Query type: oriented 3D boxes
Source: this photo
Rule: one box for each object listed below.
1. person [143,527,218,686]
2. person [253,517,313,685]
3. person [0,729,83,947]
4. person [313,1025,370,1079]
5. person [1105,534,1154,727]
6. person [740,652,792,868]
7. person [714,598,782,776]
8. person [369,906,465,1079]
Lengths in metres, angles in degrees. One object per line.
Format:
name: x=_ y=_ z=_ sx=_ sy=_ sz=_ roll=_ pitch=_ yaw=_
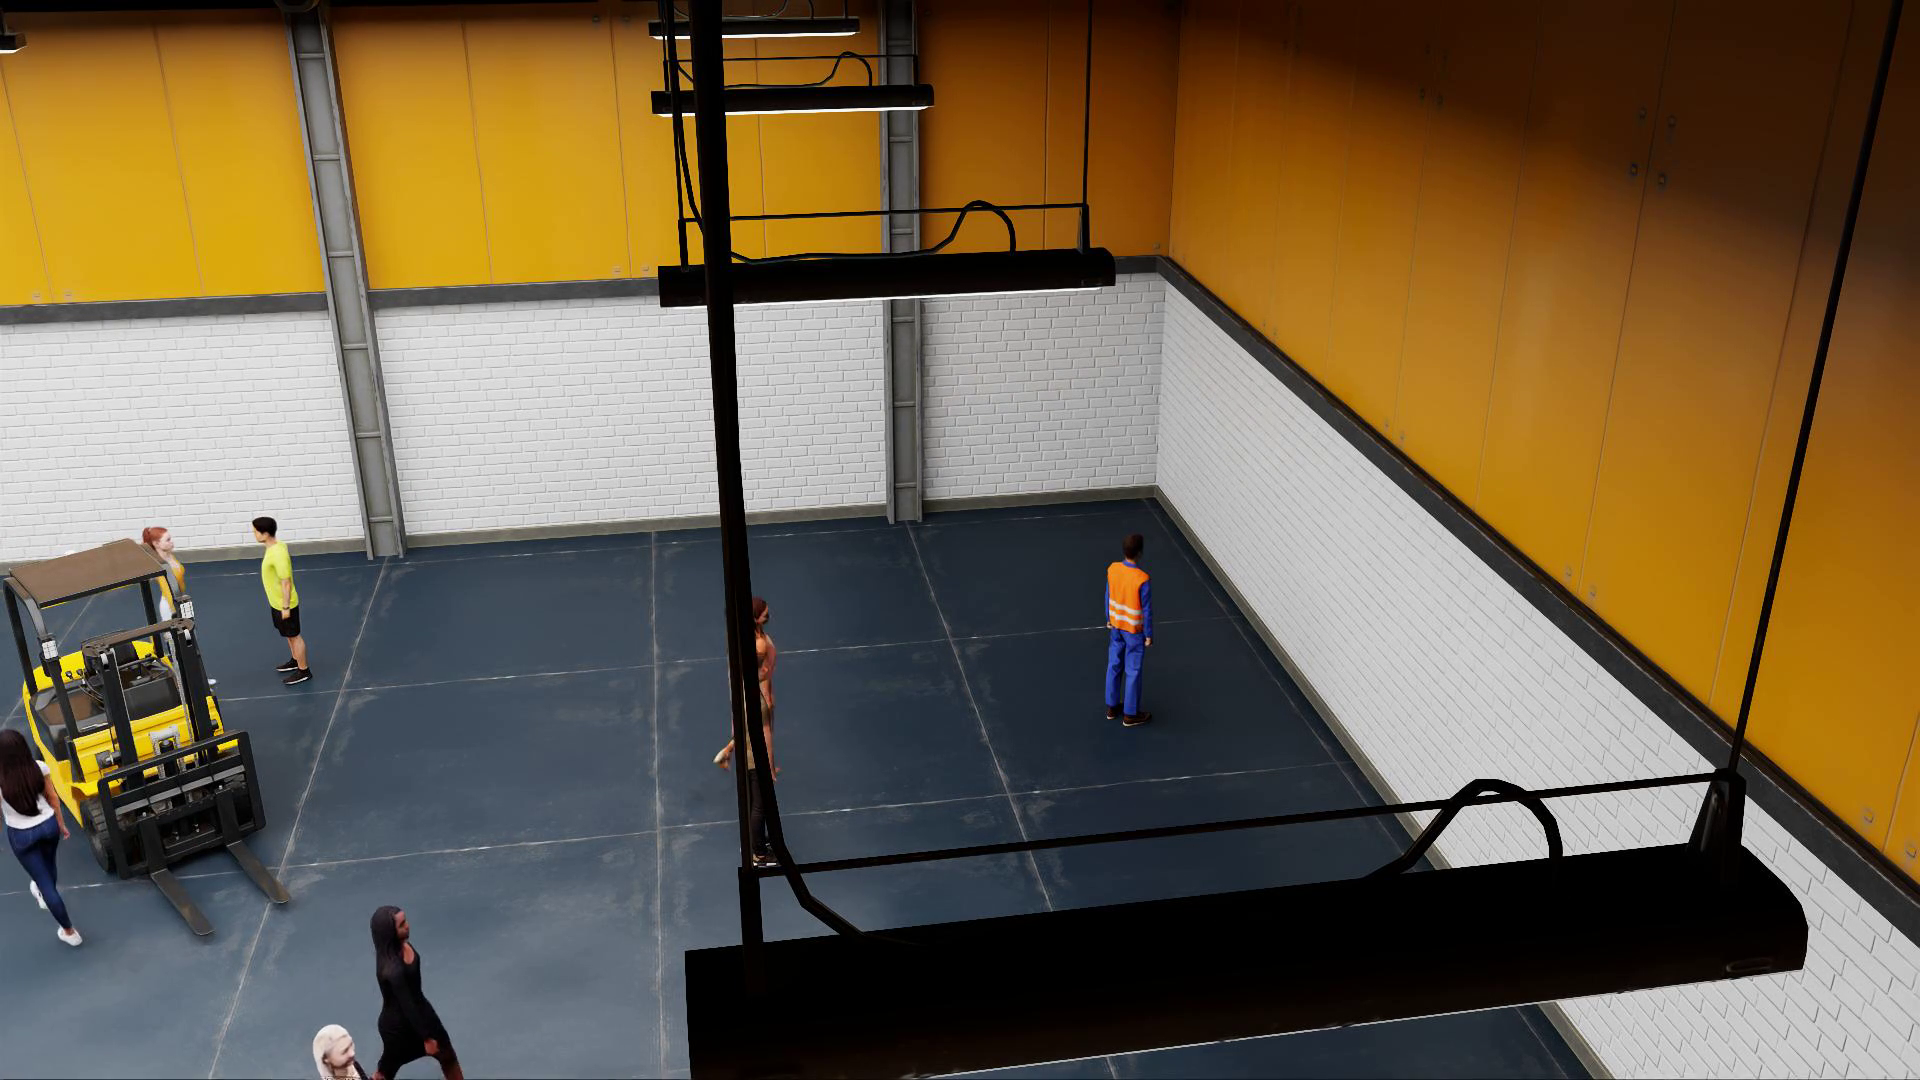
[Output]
person: x=-7.440 y=0.680 z=15.723 sx=0.568 sy=1.751 sz=0.594 roll=-5 pitch=24 yaw=-11
person: x=-6.544 y=0.549 z=16.078 sx=0.639 sy=1.707 sz=0.688 roll=-13 pitch=27 yaw=-27
person: x=-6.750 y=2.222 z=12.207 sx=1.094 sy=1.743 sz=1.071 roll=18 pitch=30 yaw=36
person: x=-3.462 y=3.486 z=9.261 sx=1.231 sy=1.787 sz=0.828 roll=2 pitch=24 yaw=5
person: x=1.551 y=0.811 z=15.285 sx=0.804 sy=1.862 sz=0.794 roll=-20 pitch=31 yaw=-39
person: x=-1.627 y=1.716 z=13.228 sx=0.674 sy=1.851 sz=0.735 roll=-12 pitch=26 yaw=-25
person: x=-1.810 y=1.316 z=14.200 sx=0.882 sy=1.807 sz=0.704 roll=-10 pitch=26 yaw=-22
person: x=-3.549 y=3.060 z=10.372 sx=1.196 sy=1.676 sz=0.612 roll=-4 pitch=24 yaw=-8
